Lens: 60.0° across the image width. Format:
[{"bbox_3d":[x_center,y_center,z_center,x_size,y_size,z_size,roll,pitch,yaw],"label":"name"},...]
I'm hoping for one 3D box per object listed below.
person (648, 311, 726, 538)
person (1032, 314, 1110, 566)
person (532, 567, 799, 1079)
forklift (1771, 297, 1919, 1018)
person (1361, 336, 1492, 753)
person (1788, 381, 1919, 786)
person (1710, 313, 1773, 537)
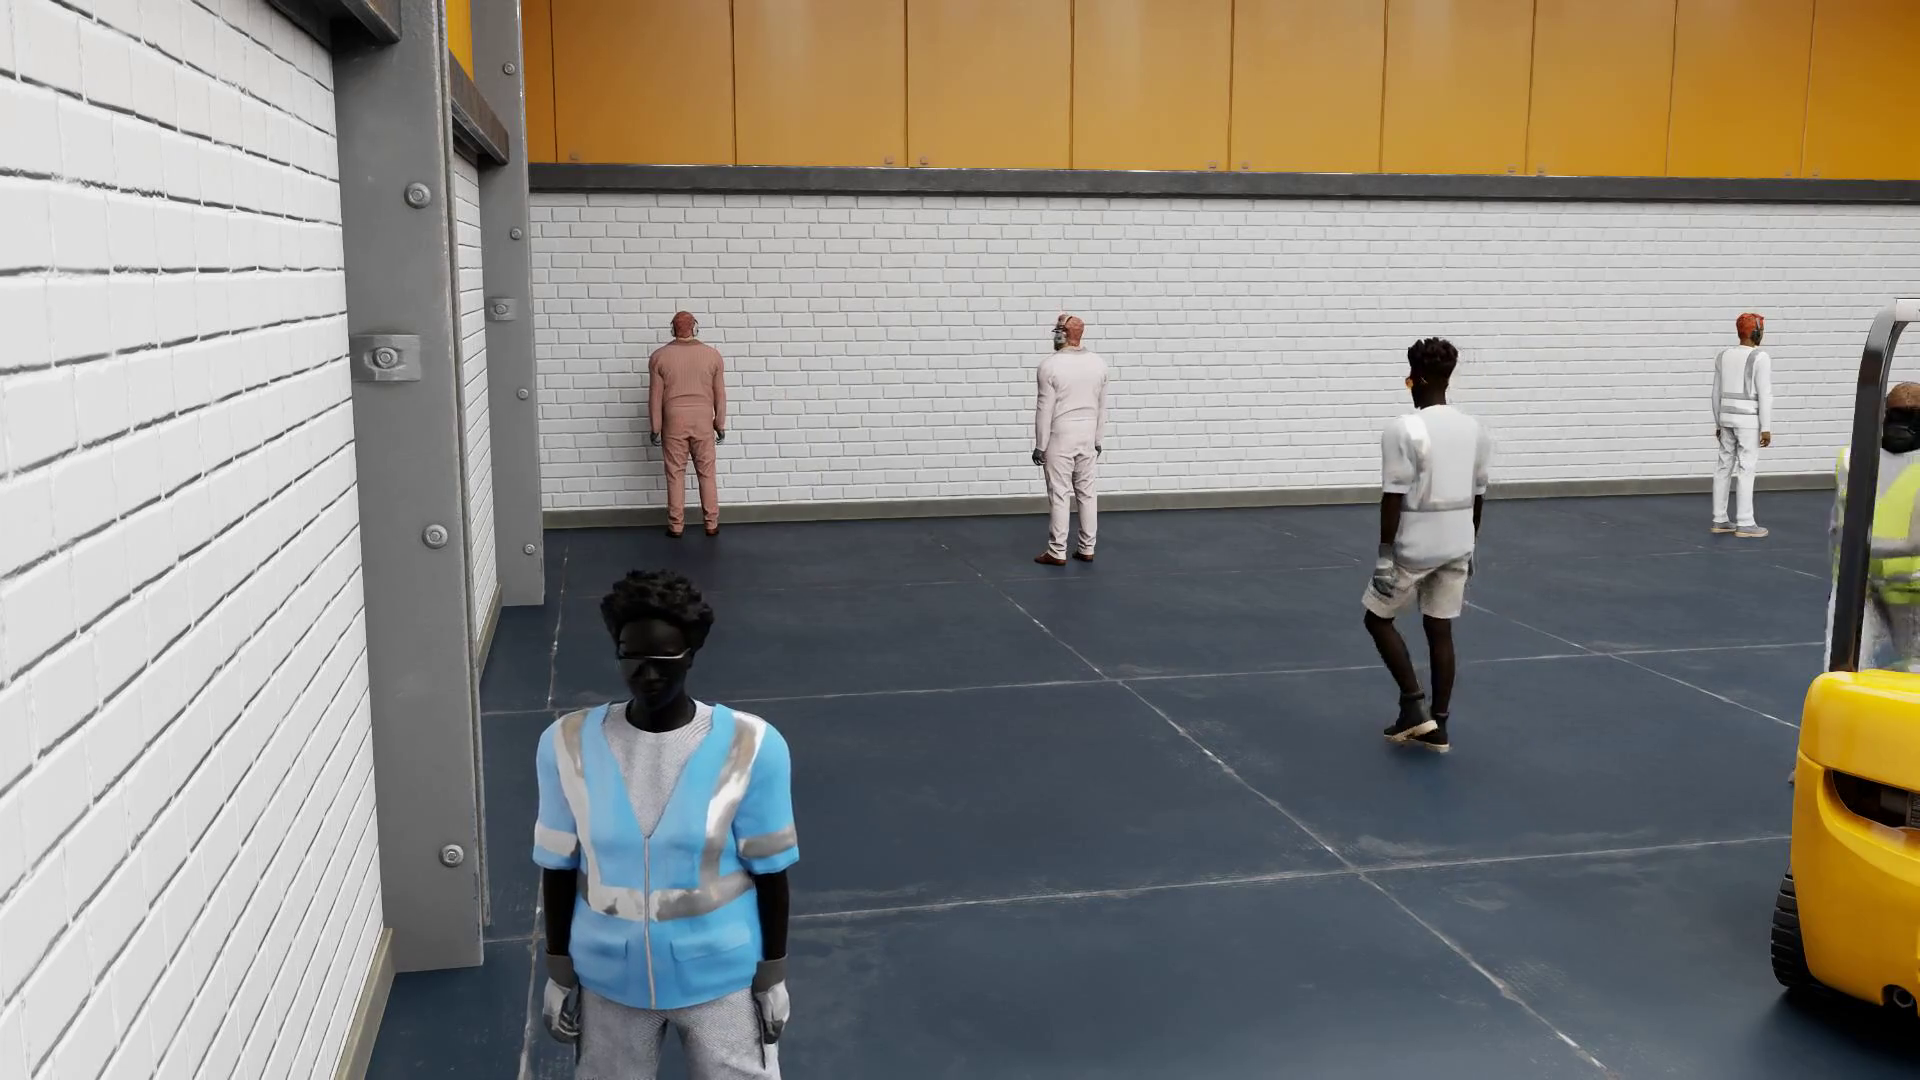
[{"bbox_3d":[-2.293,-0.968,13.995,0.650,1.904,0.401,-3,10,-16],"label":"person"},{"bbox_3d":[0.820,-0.759,12.696,0.641,1.913,0.407,-6,11,-33],"label":"person"},{"bbox_3d":[-0.594,0.881,3.375,0.536,1.691,0.320,1,9,3],"label":"person"},{"bbox_3d":[3.542,0.334,5.177,2.313,2.155,1.214,-9,13,-43],"label":"forklift"},{"bbox_3d":[2.163,0.030,7.765,0.643,1.946,0.427,-4,10,-25],"label":"person"},{"bbox_3d":[4.089,0.196,7.278,0.988,1.789,0.641,-6,11,-35],"label":"person"},{"bbox_3d":[6.618,-0.970,14.070,0.354,1.883,0.572,-4,10,-21],"label":"person"}]
